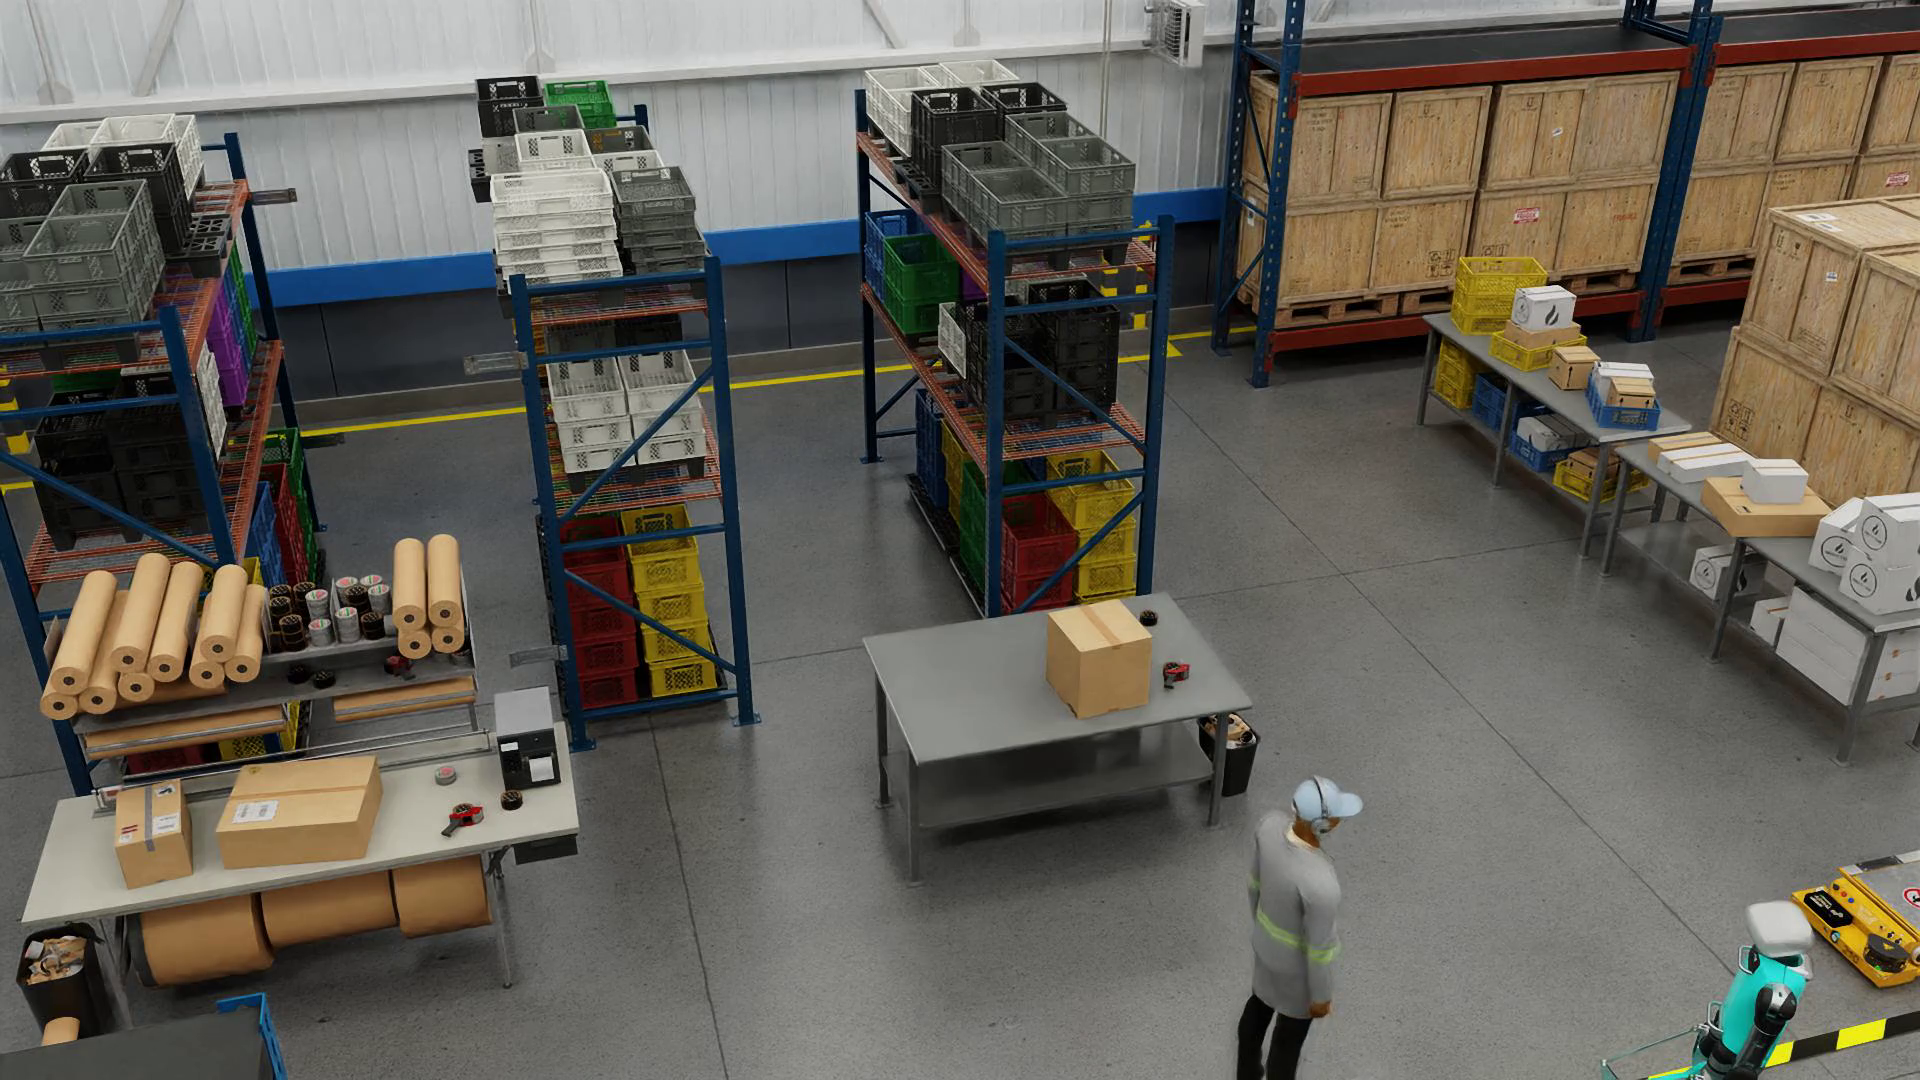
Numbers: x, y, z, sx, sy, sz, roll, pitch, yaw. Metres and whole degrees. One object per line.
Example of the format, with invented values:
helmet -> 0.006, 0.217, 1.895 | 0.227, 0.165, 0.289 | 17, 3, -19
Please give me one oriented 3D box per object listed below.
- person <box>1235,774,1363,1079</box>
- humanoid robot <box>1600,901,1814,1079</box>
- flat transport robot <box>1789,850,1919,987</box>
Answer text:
person -> 1.475, 1.788, 7.263 | 0.395, 1.850, 0.596 | -10, 30, -17
humanoid robot -> 2.864, 2.101, 6.675 | 0.735, 1.677, 0.533 | 12, 31, 21
flat transport robot -> 5.163, 1.916, 8.676 | 1.431, 0.231, 0.659 | -8, 30, -14
